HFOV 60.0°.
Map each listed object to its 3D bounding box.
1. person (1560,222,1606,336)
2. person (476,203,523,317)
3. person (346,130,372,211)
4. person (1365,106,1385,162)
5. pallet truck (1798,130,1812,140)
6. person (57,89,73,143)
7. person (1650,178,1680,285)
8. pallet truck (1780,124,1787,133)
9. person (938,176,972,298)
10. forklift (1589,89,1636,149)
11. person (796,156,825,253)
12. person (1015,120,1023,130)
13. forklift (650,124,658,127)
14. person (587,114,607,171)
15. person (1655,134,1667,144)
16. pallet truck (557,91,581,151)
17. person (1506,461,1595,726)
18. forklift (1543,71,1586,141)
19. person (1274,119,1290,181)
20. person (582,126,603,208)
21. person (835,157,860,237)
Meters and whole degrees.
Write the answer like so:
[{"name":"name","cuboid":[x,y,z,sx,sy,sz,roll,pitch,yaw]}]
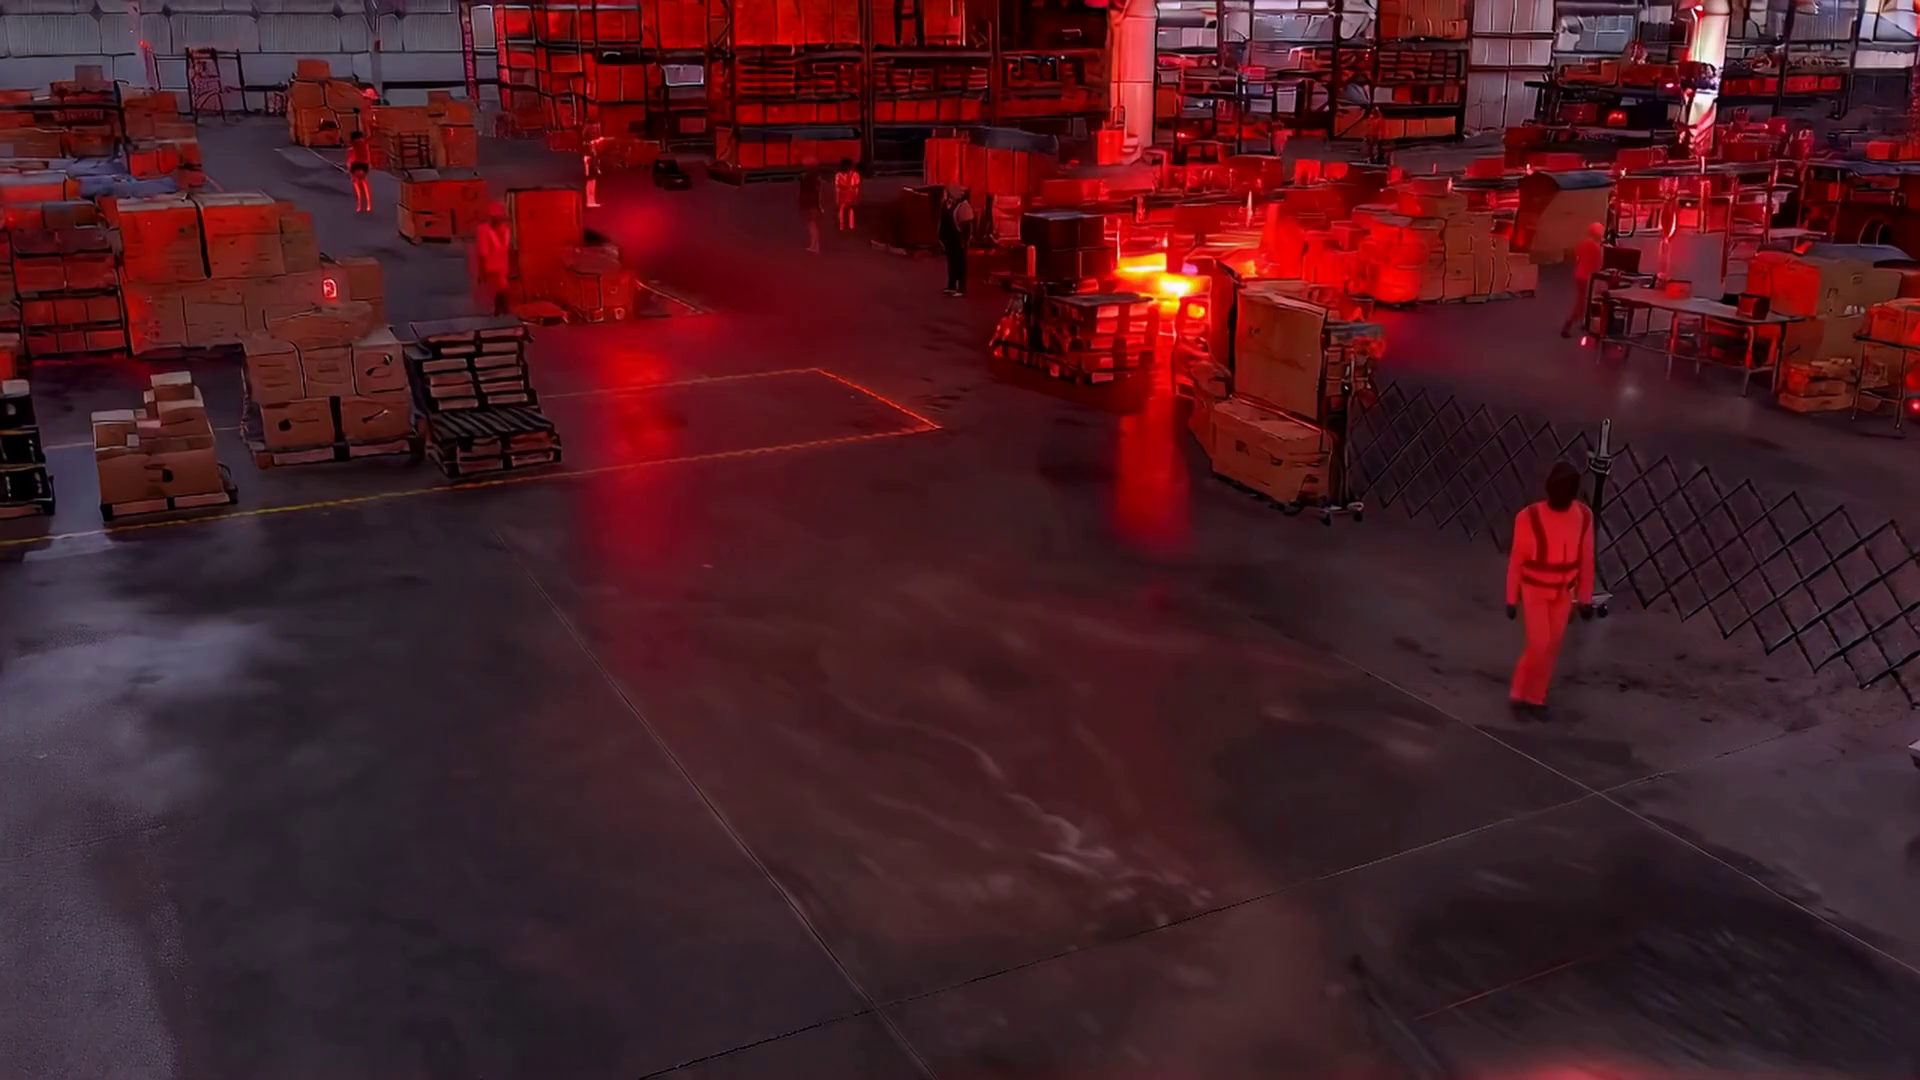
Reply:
[{"name":"person","cuboid":[9.325,-3.907,24.915,0.789,1.709,0.533,-6,19,-19]},{"name":"person","cuboid":[-6.797,-3.997,24.729,1.066,1.982,0.619,10,20,27]},{"name":"person","cuboid":[-14.543,-8.939,40.249,0.539,1.929,0.388,-14,22,-37]},{"name":"person","cuboid":[12.464,-12.126,50.209,0.407,1.906,0.655,-11,21,-31]},{"name":"pallet truck","cuboid":[25.526,-11.556,49.408,1.630,1.274,0.653,-9,20,-26]},{"name":"person","cuboid":[-32.376,-15.349,60.259,0.393,1.911,0.584,-14,22,-37]},{"name":"person","cuboid":[12.533,-5.464,29.498,0.324,1.871,0.526,4,18,13]},{"name":"pallet truck","cuboid":[25.206,-12.542,52.601,1.601,1.201,0.680,0,18,-2]},{"name":"person","cuboid":[-0.115,-5.130,28.182,0.537,2.000,0.683,-10,20,-28]},{"name":"forklift","cuboid":[22.693,-14.857,57.154,1.873,2.768,1.129,-9,20,-27]},{"name":"person","cuboid":[-3.012,-6.717,33.334,0.562,1.912,0.568,14,22,37]},{"name":"person","cuboid":[1.664,-11.087,47.315,0.362,1.684,0.558,-13,22,-36]},{"name":"forklift","cuboid":[-12.701,-18.422,68.268,1.873,2.768,1.129,15,23,39]},{"name":"person","cuboid":[-10.955,-11.918,49.928,0.718,1.662,0.567,3,18,10]},{"name":"person","cuboid":[22.765,-13.223,54.115,0.801,1.605,0.503,-1,18,-4]},{"name":"pallet truck","cuboid":[-13.495,-14.412,57.188,0.823,1.965,1.885,-3,18,-9]},{"name":"person","cuboid":[4.019,0.378,11.294,0.578,1.871,0.426,-5,18,-15]},{"name":"forklift","cuboid":[18.685,-13.231,52.085,1.873,2.768,1.129,-9,20,-26]},{"name":"person","cuboid":[8.879,-10.811,46.312,0.923,1.789,0.599,-7,19,-22]},{"name":"person","cuboid":[-9.054,-9.190,40.956,0.363,1.963,0.612,5,18,14]},{"name":"person","cuboid":[-2.424,-7.348,35.660,0.558,1.684,0.426,3,18,8]}]
